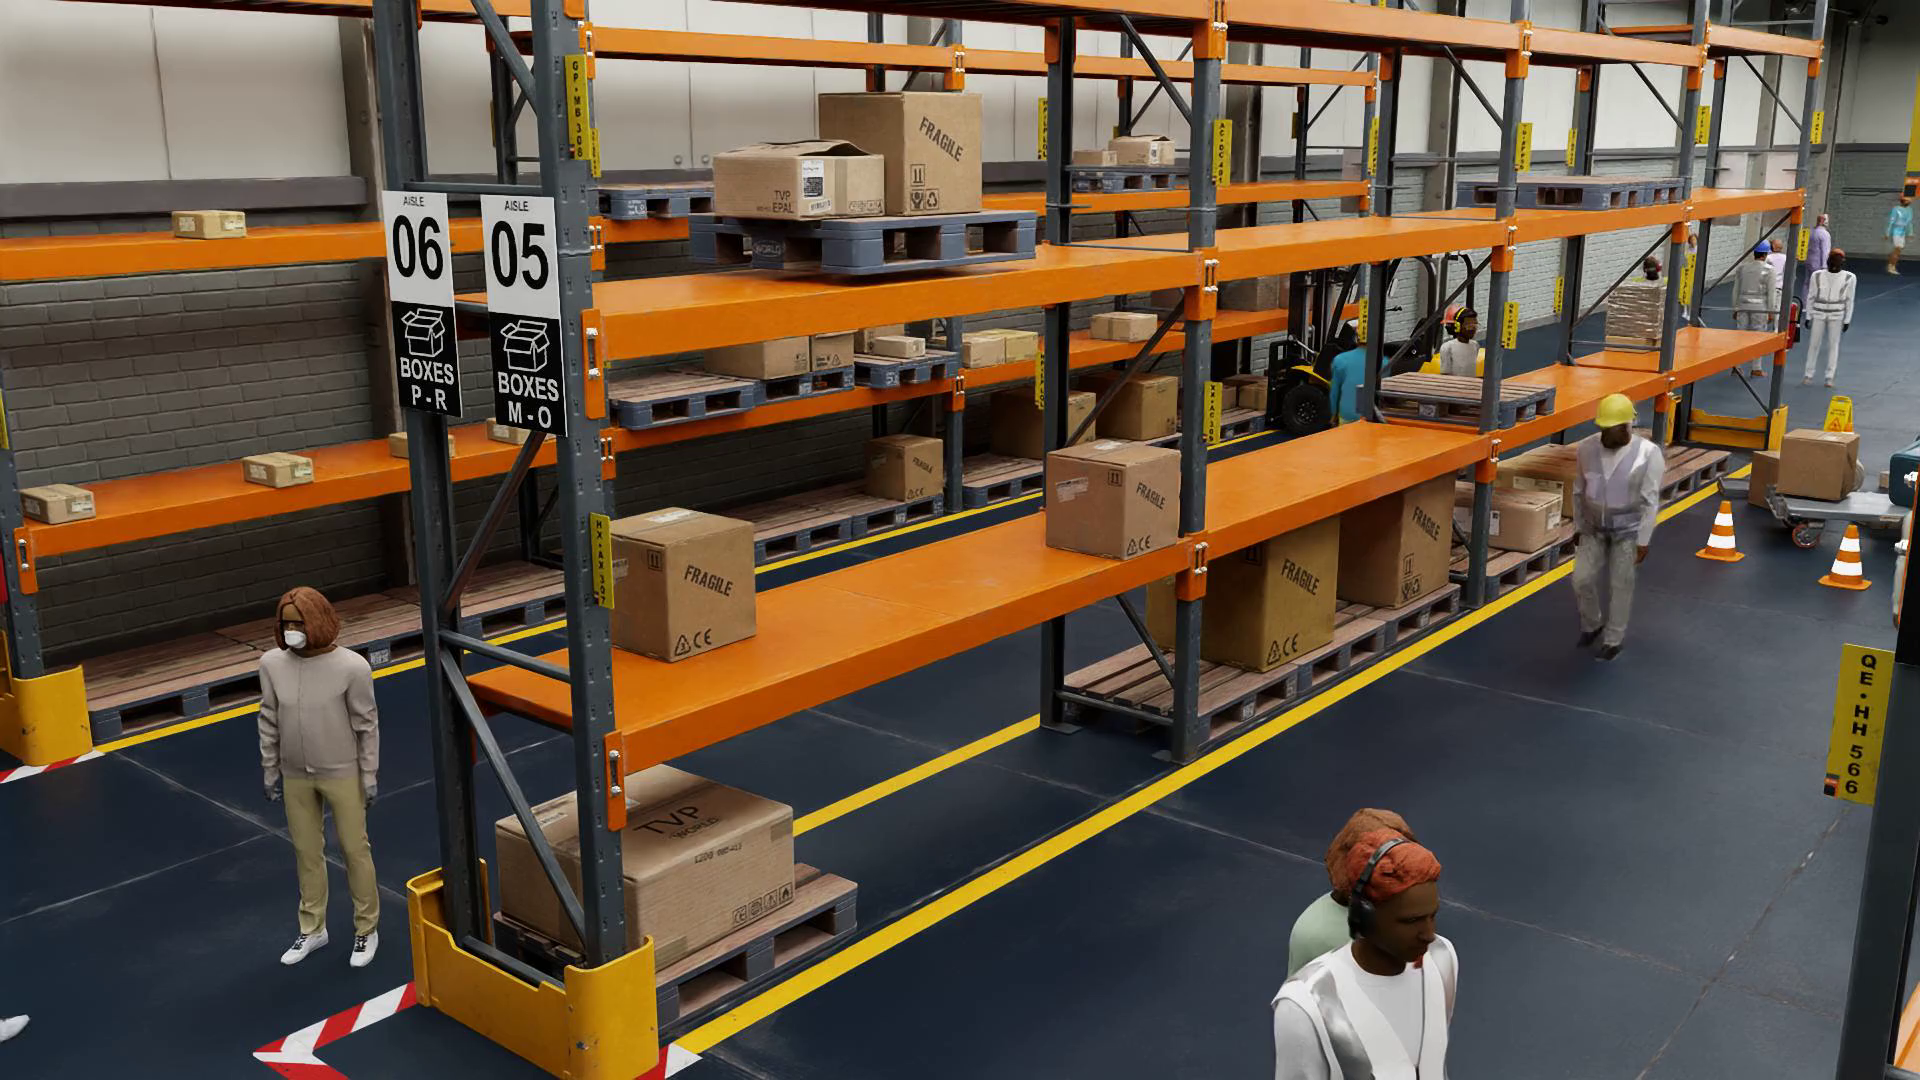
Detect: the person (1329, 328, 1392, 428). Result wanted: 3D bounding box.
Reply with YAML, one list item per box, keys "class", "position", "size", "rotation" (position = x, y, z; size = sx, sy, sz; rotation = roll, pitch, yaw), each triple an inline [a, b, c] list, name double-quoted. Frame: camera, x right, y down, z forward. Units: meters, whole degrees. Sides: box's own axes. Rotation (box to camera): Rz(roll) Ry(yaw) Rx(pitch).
- class: "person"
  position: [3.763, -1.215, 15.658]
  size: [0.562, 1.728, 0.479]
  rotation: [7, 16, 27]

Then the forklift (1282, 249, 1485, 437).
- class: "forklift"
  position: [4.886, -2.214, 18.767]
  size: [2.313, 2.155, 1.214]
  rotation: [11, 18, 38]

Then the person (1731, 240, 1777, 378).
- class: "person"
  position: [11.262, -3.278, 23.607]
  size: [0.406, 1.947, 0.606]
  rotation: [-10, 17, -36]

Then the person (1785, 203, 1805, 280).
- class: "person"
  position: [19.700, -7.072, 39.296]
  size: [0.341, 1.839, 0.501]
  rotation: [4, 14, 15]

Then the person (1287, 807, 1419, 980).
- class: "person"
  position: [1.125, 1.517, 4.757]
  size: [0.499, 1.624, 0.303]
  rotation: [-8, 16, -28]

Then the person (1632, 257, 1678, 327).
- class: "person"
  position: [9.183, -2.847, 22.103]
  size: [0.682, 1.817, 0.566]
  rotation: [7, 15, 26]

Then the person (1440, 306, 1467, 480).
- class: "person"
  position: [4.959, -1.477, 16.690]
  size: [0.353, 1.744, 0.564]
  rotation: [3, 14, 13]

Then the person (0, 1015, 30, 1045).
- class: "person"
  position: [-3.864, 1.190, 6.116]
  size: [0.525, 1.613, 0.543]
  rotation: [1, 14, 4]

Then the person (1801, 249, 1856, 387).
- class: "person"
  position: [11.903, -3.044, 22.805]
  size: [0.577, 1.882, 0.350]
  rotation: [9, 17, 33]

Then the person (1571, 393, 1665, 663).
- class: "person"
  position: [4.252, -0.072, 10.859]
  size: [0.597, 1.807, 0.445]
  rotation: [12, 18, 41]

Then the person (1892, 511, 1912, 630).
- class: "person"
  position: [5.473, 0.376, 9.168]
  size: [0.612, 1.747, 0.513]
  rotation: [7, 16, 28]

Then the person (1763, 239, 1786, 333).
- class: "person"
  position: [13.948, -4.344, 28.583]
  size: [0.525, 1.639, 0.307]
  rotation: [-3, 14, -13]

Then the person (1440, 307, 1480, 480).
- class: "person"
  position: [4.612, -1.223, 15.401]
  size: [0.530, 1.869, 0.311]
  rotation: [-10, 17, -34]

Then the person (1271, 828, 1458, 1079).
- class: "person"
  position: [0.965, 1.577, 3.967]
  size: [0.586, 1.883, 0.343]
  rotation: [-10, 17, -36]

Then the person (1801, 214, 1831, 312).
- class: "person"
  position: [16.464, -5.296, 31.936]
  size: [0.400, 1.900, 0.648]
  rotation: [-1, 14, -2]

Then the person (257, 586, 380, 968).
- class: "person"
  position: [-2.655, 0.983, 6.907]
  size: [0.507, 1.633, 0.277]
  rotation: [2, 14, 6]

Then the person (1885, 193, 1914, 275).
- class: "person"
  position: [22.843, -7.444, 40.429]
  size: [0.636, 2.019, 0.497]
  rotation: [-6, 15, -23]
